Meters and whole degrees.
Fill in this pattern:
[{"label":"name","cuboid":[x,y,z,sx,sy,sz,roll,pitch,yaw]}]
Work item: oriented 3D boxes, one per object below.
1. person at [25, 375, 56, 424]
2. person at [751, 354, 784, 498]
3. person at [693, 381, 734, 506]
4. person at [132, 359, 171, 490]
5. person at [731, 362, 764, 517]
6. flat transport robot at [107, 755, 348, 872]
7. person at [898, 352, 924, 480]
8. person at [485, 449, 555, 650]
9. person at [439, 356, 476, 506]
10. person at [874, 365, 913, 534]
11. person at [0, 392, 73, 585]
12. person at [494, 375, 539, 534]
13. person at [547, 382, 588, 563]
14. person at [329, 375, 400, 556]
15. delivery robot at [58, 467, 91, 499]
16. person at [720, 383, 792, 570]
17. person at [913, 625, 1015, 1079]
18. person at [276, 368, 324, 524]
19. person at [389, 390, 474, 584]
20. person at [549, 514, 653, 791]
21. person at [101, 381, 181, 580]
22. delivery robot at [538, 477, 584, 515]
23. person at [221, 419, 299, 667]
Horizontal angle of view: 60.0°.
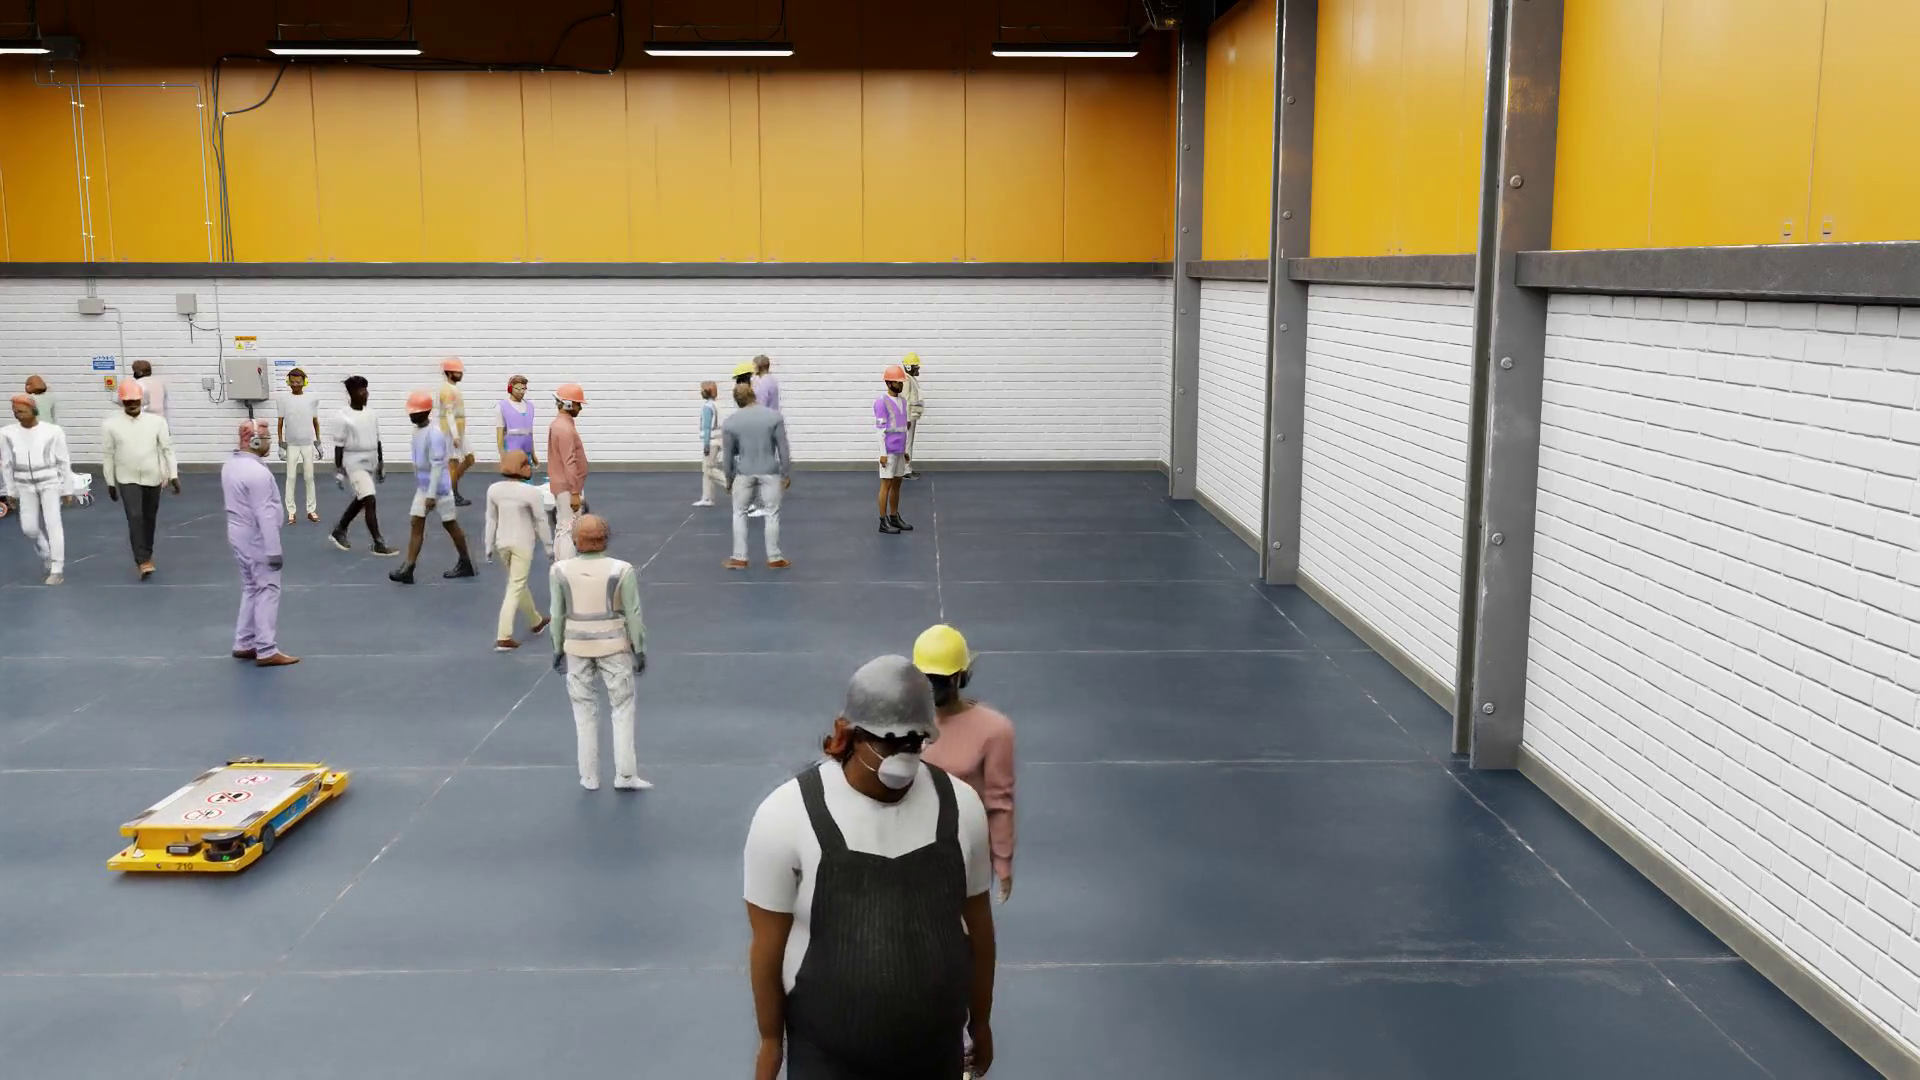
[{"label":"person","cuboid":[-12.433,-1.430,22.519,0.722,1.603,0.514,3,10,18]},{"label":"person","cuboid":[-2.595,-1.487,21.904,0.439,1.920,0.648,1,9,5]},{"label":"person","cuboid":[-3.109,-1.219,21.147,0.582,1.622,0.524,0,9,2]},{"label":"person","cuboid":[-10.889,-1.519,22.436,0.618,1.824,0.642,2,10,14]},{"label":"person","cuboid":[-2.599,-1.226,20.413,0.658,1.886,0.578,0,9,1]},{"label":"flat transport robot","cuboid":[-3.898,1.449,8.950,0.652,0.197,1.431,0,9,2]},{"label":"person","cuboid":[-0.717,-1.790,24.034,0.404,1.834,0.591,1,9,5]},{"label":"person","cuboid":[-3.547,0.060,13.455,0.520,1.584,0.863,4,10,22]},{"label":"person","cuboid":[-6.428,-1.381,21.247,0.407,1.918,0.554,0,9,0]},{"label":"person","cuboid":[-0.751,-1.044,19.143,0.358,1.938,0.548,5,11,29]},{"label":"person","cuboid":[-8.880,-0.507,16.065,0.608,1.866,0.552,-2,9,-12]},{"label":"person","cuboid":[-5.042,-0.957,18.913,0.389,1.837,0.563,5,11,28]},{"label":"person","cuboid":[-3.632,-0.473,15.488,0.387,1.988,0.608,-4,10,-23]},{"label":"person","cuboid":[-6.418,-0.803,17.706,0.952,1.930,0.616,3,10,20]},{"label":"delivery robot","cuboid":[-11.420,-0.717,21.080,0.707,0.478,0.477,-3,10,-16]},{"label":"person","cuboid":[-2.072,-0.629,16.757,0.728,1.898,0.368,0,9,1]},{"label":"person","cuboid":[-0.054,1.172,6.126,0.530,1.757,0.371,2,9,10]},{"label":"person","cuboid":[-7.886,-1.125,19.875,0.518,1.862,0.326,-6,11,-31]},{"label":"person","cuboid":[-5.120,-0.512,16.049,0.561,1.879,0.935,8,12,41]},{"label":"person","cuboid":[-2.079,0.666,9.637,0.602,1.620,0.382,0,9,0]},{"label":"person","cuboid":[-8.070,-0.599,16.403,0.626,1.941,1.018,-7,11,-36]},{"label":"delivery robot","cuboid":[-4.852,-0.504,19.773,0.707,0.478,0.477,2,9,12]},{"label":"person","cuboid":[-5.356,0.026,12.695,0.398,1.899,0.678,-9,13,-42]}]
